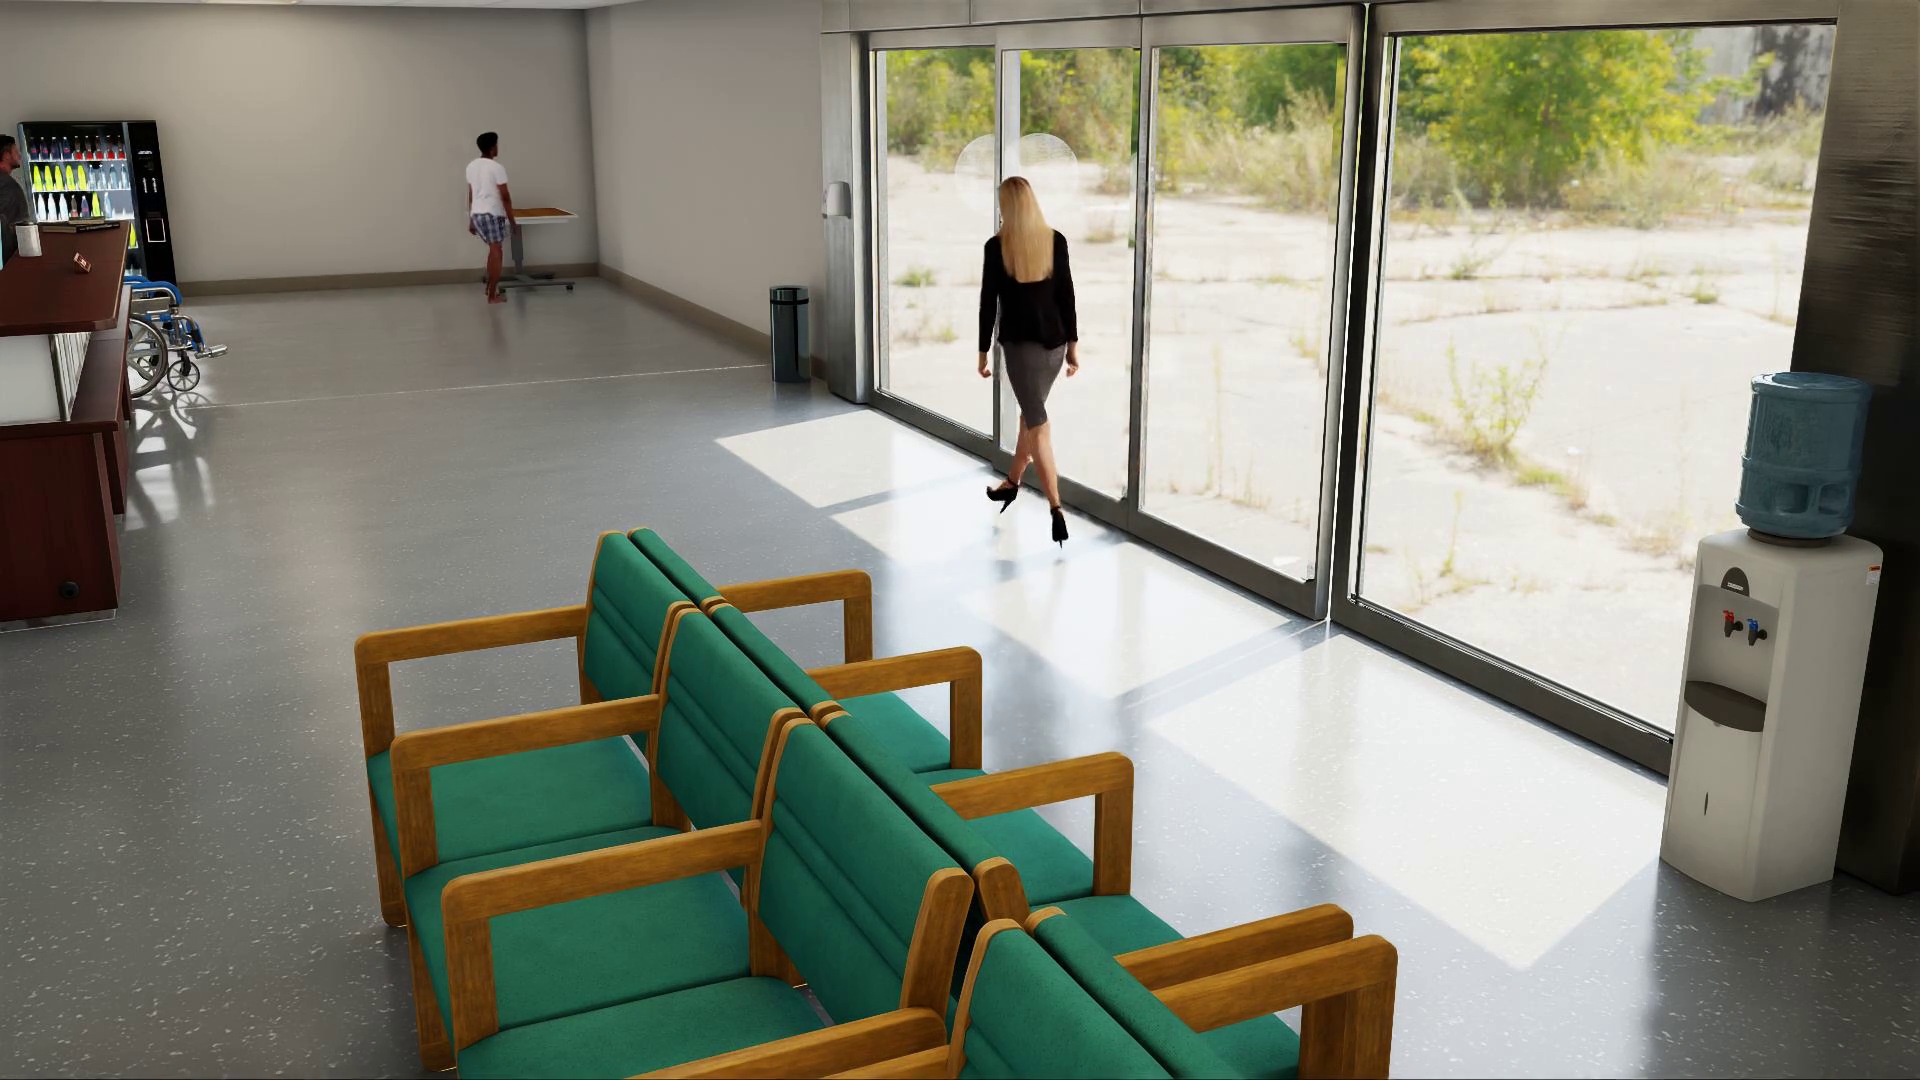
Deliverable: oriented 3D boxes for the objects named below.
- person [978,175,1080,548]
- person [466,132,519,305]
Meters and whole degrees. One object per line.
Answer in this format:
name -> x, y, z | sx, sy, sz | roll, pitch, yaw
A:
person -> 0.411, -0.835, 8.220 | 1.083, 1.774, 0.815 | -3, 16, -9
person -> -4.837, -3.250, 16.903 | 0.778, 1.712, 0.810 | 9, 18, 28
